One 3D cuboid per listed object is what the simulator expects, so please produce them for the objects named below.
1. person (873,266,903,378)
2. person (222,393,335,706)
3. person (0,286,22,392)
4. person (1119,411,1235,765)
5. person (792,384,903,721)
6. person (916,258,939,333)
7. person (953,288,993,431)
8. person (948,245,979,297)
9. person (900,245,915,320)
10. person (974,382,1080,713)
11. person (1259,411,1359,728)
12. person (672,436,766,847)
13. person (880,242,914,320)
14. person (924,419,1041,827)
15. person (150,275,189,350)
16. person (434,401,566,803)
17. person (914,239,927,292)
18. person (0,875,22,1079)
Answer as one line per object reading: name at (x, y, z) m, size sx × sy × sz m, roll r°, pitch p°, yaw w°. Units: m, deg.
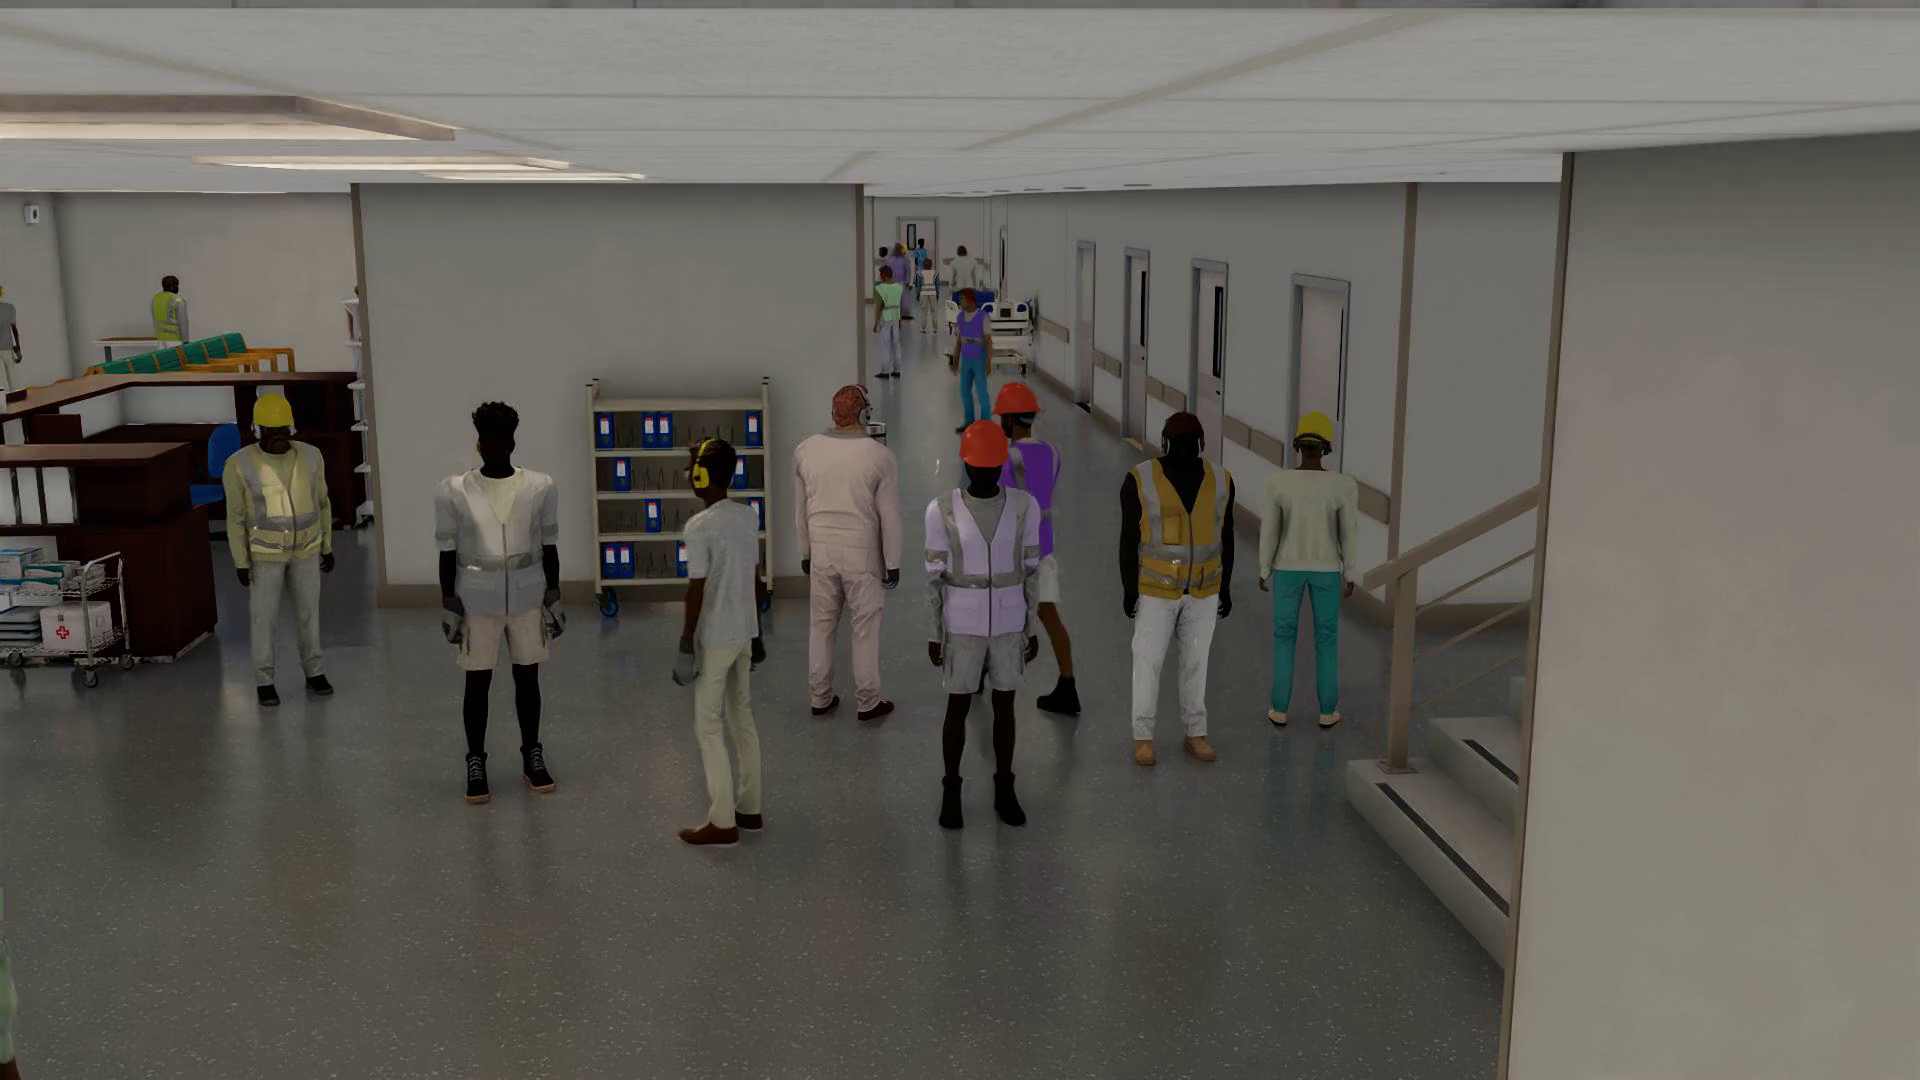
person at (-1.174, -3.591, 27.409) m, size 0.563 × 1.838 × 0.390 m, roll -10°, pitch 15°, yaw -40°
person at (-3.931, 0.050, 9.665) m, size 0.597 × 1.824 × 0.413 m, roll -10°, pitch 16°, yaw -41°
person at (-12.817, -2.531, 22.202) m, size 0.502 × 1.857 × 0.326 m, roll -10°, pitch 15°, yaw -39°
person at (1.134, 0.250, 8.635) m, size 0.625 × 1.844 × 0.429 m, roll -2°, pitch 12°, yaw -10°
person at (-0.613, 0.074, 9.362) m, size 0.648 × 1.901 × 0.399 m, roll 4°, pitch 12°, yaw 20°
person at (-0.707, -5.396, 36.714) m, size 0.515 × 1.641 × 0.315 m, roll -2°, pitch 12°, yaw -8°
person at (0.204, -2.237, 20.855) m, size 0.401 × 1.819 × 0.631 m, roll -10°, pitch 15°, yaw -40°
person at (0.097, -5.608, 37.104) m, size 0.717 × 1.909 × 0.438 m, roll 0°, pitch 12°, yaw -2°
person at (-1.373, -6.302, 40.701) m, size 0.403 × 1.824 × 0.593 m, roll -11°, pitch 16°, yaw -42°
person at (0.345, 0.034, 9.593) m, size 1.009 × 1.881 × 0.567 m, roll 11°, pitch 16°, yaw 43°
person at (1.923, 0.168, 9.215) m, size 0.535 × 1.767 × 0.316 m, roll 2°, pitch 12°, yaw 10°
person at (-1.077, 0.460, 7.567) m, size 0.336 × 1.859 × 0.521 m, roll 6°, pitch 13°, yaw 26°
person at (-1.519, -6.297, 40.529) m, size 0.873 × 1.887 × 0.410 m, roll 3°, pitch 12°, yaw 12°
person at (0.112, 0.393, 7.728) m, size 0.546 × 1.929 × 0.383 m, roll -2°, pitch 12°, yaw -9°
person at (-11.430, -2.915, 24.152) m, size 0.639 × 1.832 × 0.432 m, roll 6°, pitch 13°, yaw 26°
person at (-2.233, 0.296, 8.113) m, size 0.600 × 1.960 × 0.374 m, roll -5°, pitch 13°, yaw -25°
person at (-1.224, -8.687, 52.656) m, size 0.541 × 1.696 × 0.315 m, roll -11°, pitch 16°, yaw -42°
person at (-2.281, 1.224, 3.634) m, size 0.432 × 1.942 × 0.630 m, roll 3°, pitch 12°, yaw 13°
